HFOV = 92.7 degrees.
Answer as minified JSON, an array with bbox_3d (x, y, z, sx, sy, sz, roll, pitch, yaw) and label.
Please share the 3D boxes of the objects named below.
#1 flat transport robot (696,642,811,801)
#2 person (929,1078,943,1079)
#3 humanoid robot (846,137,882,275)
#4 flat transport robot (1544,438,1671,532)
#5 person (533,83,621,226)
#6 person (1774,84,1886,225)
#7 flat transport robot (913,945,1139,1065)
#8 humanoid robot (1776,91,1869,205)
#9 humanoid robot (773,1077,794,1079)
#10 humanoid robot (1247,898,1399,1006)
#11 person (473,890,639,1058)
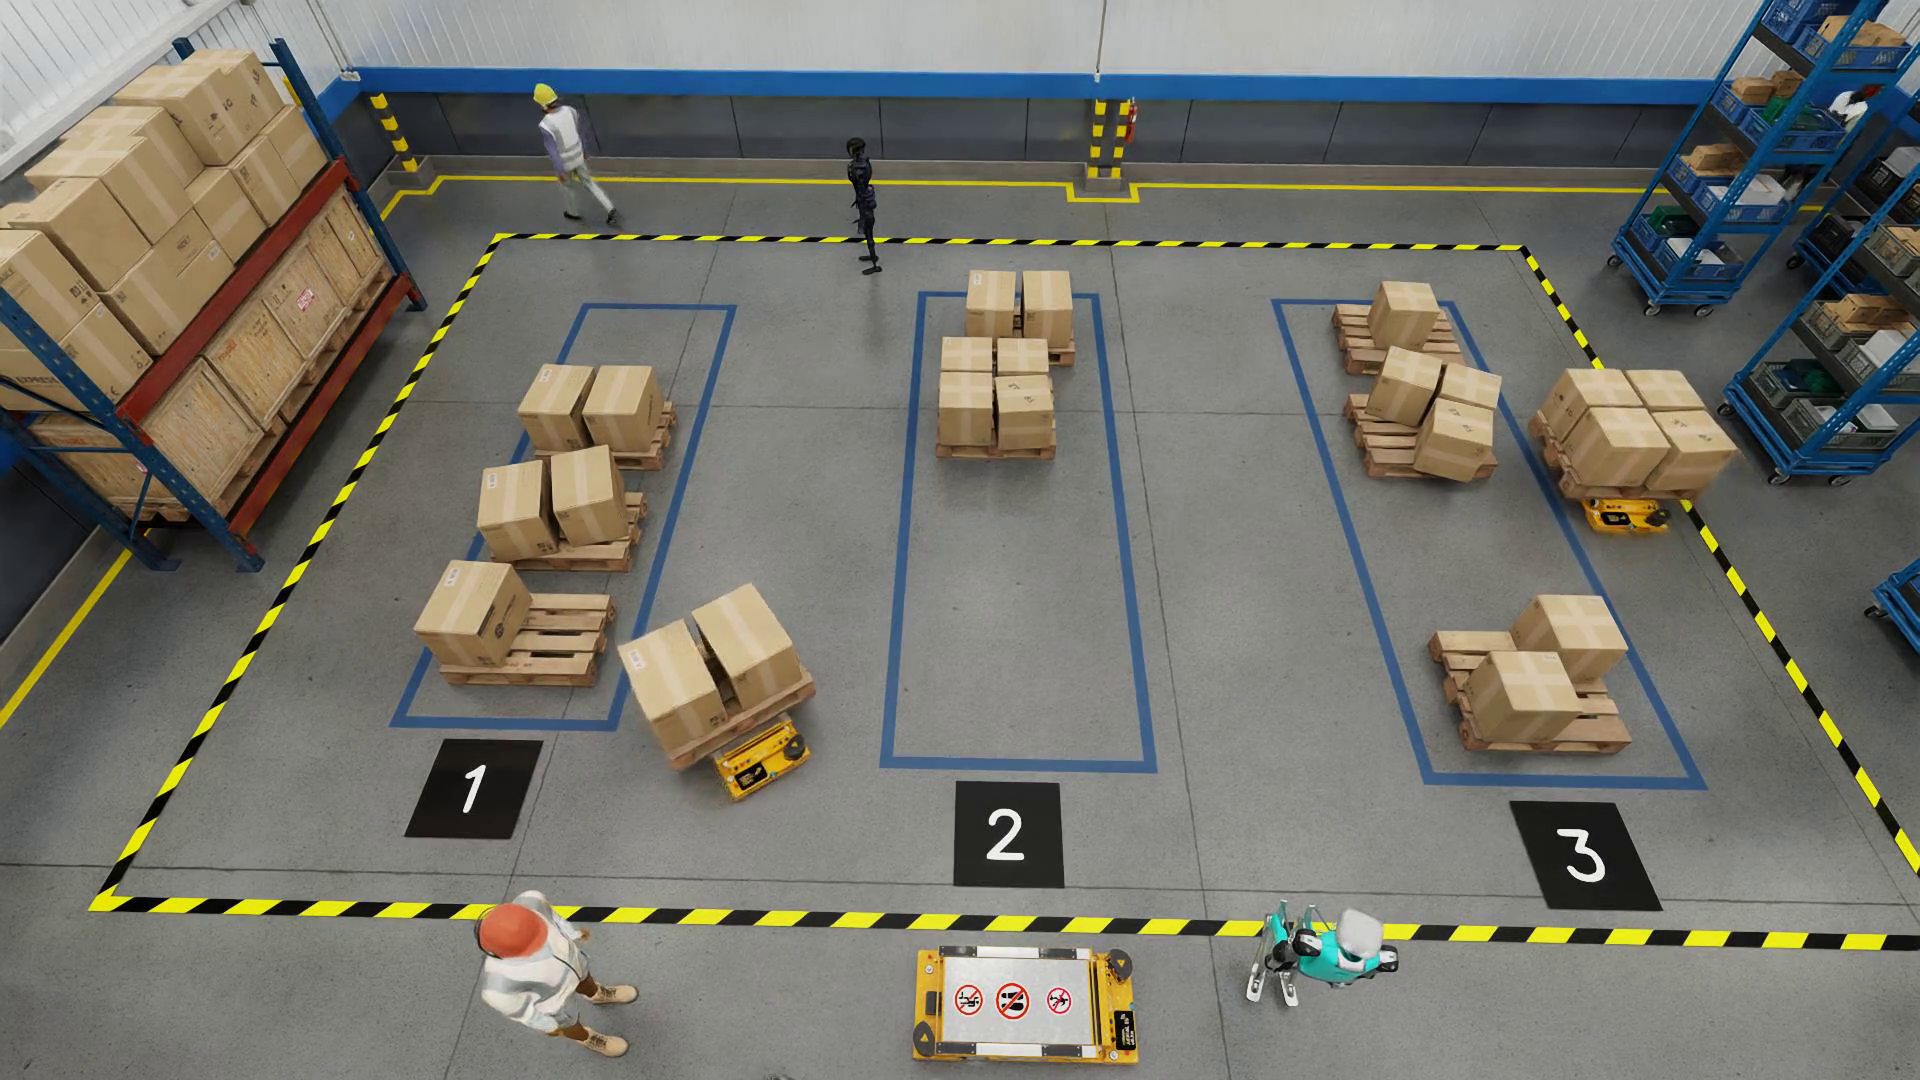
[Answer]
[{"bbox_3d":[-1.840,1.334,7.380,0.652,0.197,1.431,-28,56,-21],"label":"flat transport robot"},{"bbox_3d":[-0.048,3.262,4.818,0.430,1.836,0.623,-3,51,-2],"label":"person"},{"bbox_3d":[-1.135,-3.917,10.762,0.315,1.655,0.599,-6,51,-5],"label":"humanoid robot"},{"bbox_3d":[6.330,-0.689,9.030,0.652,0.197,1.431,1,51,1],"label":"flat transport robot"},{"bbox_3d":[-4.812,-4.733,11.354,0.826,1.806,0.593,21,54,17],"label":"person"},{"bbox_3d":[10.751,-4.885,11.450,0.373,1.843,0.568,5,51,4],"label":"person"},{"bbox_3d":[0.422,3.041,6.007,1.431,0.231,0.659,1,51,1],"label":"flat transport robot"},{"bbox_3d":[10.642,-4.764,11.463,0.608,1.629,0.423,34,59,25],"label":"humanoid robot"},{"bbox_3d":[-1.168,3.275,4.920,0.825,1.840,0.544,3,51,2],"label":"humanoid robot"},{"bbox_3d":[2.111,2.380,5.514,0.533,1.673,0.735,9,51,7],"label":"humanoid robot"},{"bbox_3d":[-2.306,2.520,5.295,0.393,2.033,0.604,1,51,1],"label":"person"}]
